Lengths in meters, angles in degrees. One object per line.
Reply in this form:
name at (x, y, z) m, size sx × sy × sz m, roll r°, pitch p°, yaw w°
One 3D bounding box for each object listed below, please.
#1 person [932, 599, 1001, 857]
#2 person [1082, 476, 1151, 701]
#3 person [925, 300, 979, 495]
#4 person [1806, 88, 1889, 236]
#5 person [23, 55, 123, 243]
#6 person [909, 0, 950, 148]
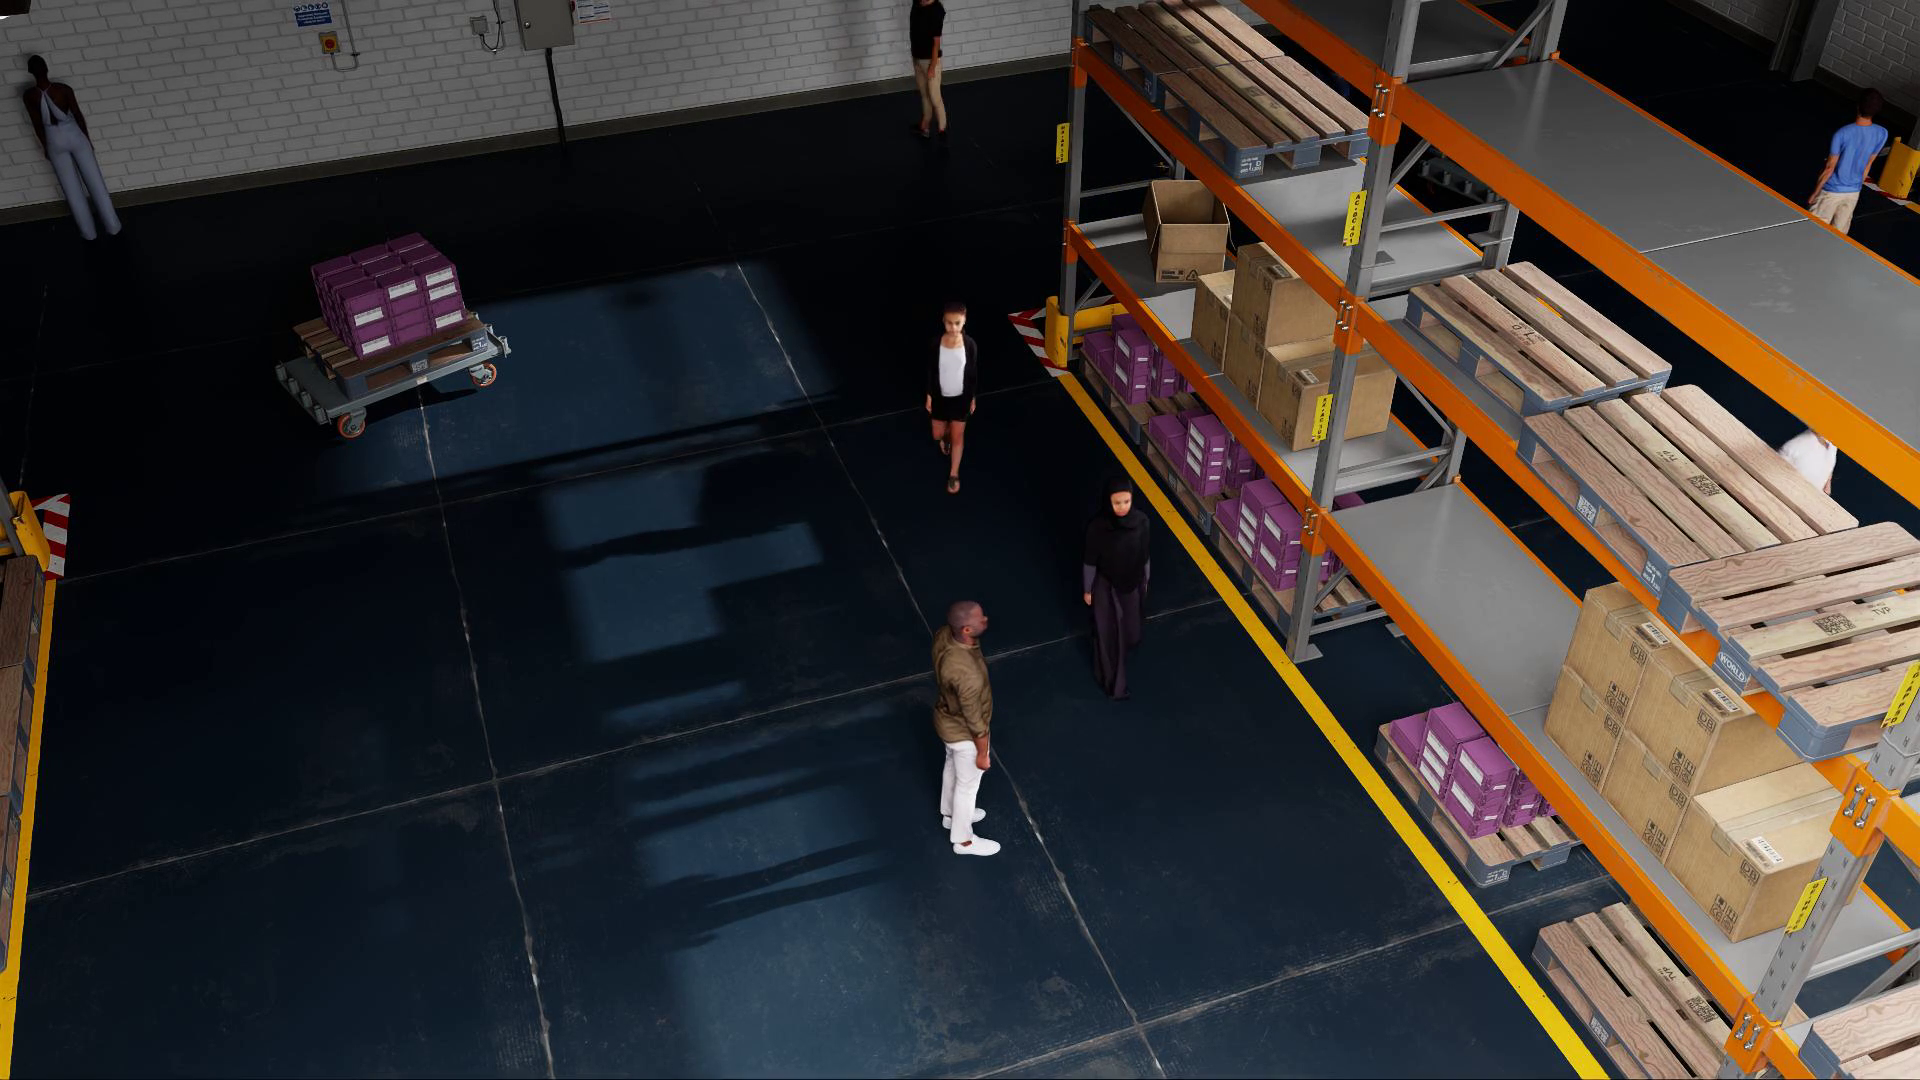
person at (0.023, 1.053, 9.417) m, size 0.789 × 1.825 × 0.527 m, roll -10°, pitch 40°, yaw -12°
person at (0.985, 0.232, 10.626) m, size 0.642 × 1.600 × 0.936 m, roll -10°, pitch 40°, yaw -12°
person at (-0.058, -1.124, 12.364) m, size 0.744 × 1.548 × 0.887 m, roll 4°, pitch 39°, yaw 5°
person at (7.661, -3.035, 14.505) m, size 0.696 × 1.864 × 0.642 m, roll -3°, pitch 39°, yaw -4°
person at (-8.182, -3.591, 15.265) m, size 0.598 × 1.783 × 0.513 m, roll -18°, pitch 42°, yaw -21°
person at (-0.348, -4.938, 16.926) m, size 0.913 × 1.816 × 0.605 m, roll -12°, pitch 40°, yaw -14°
